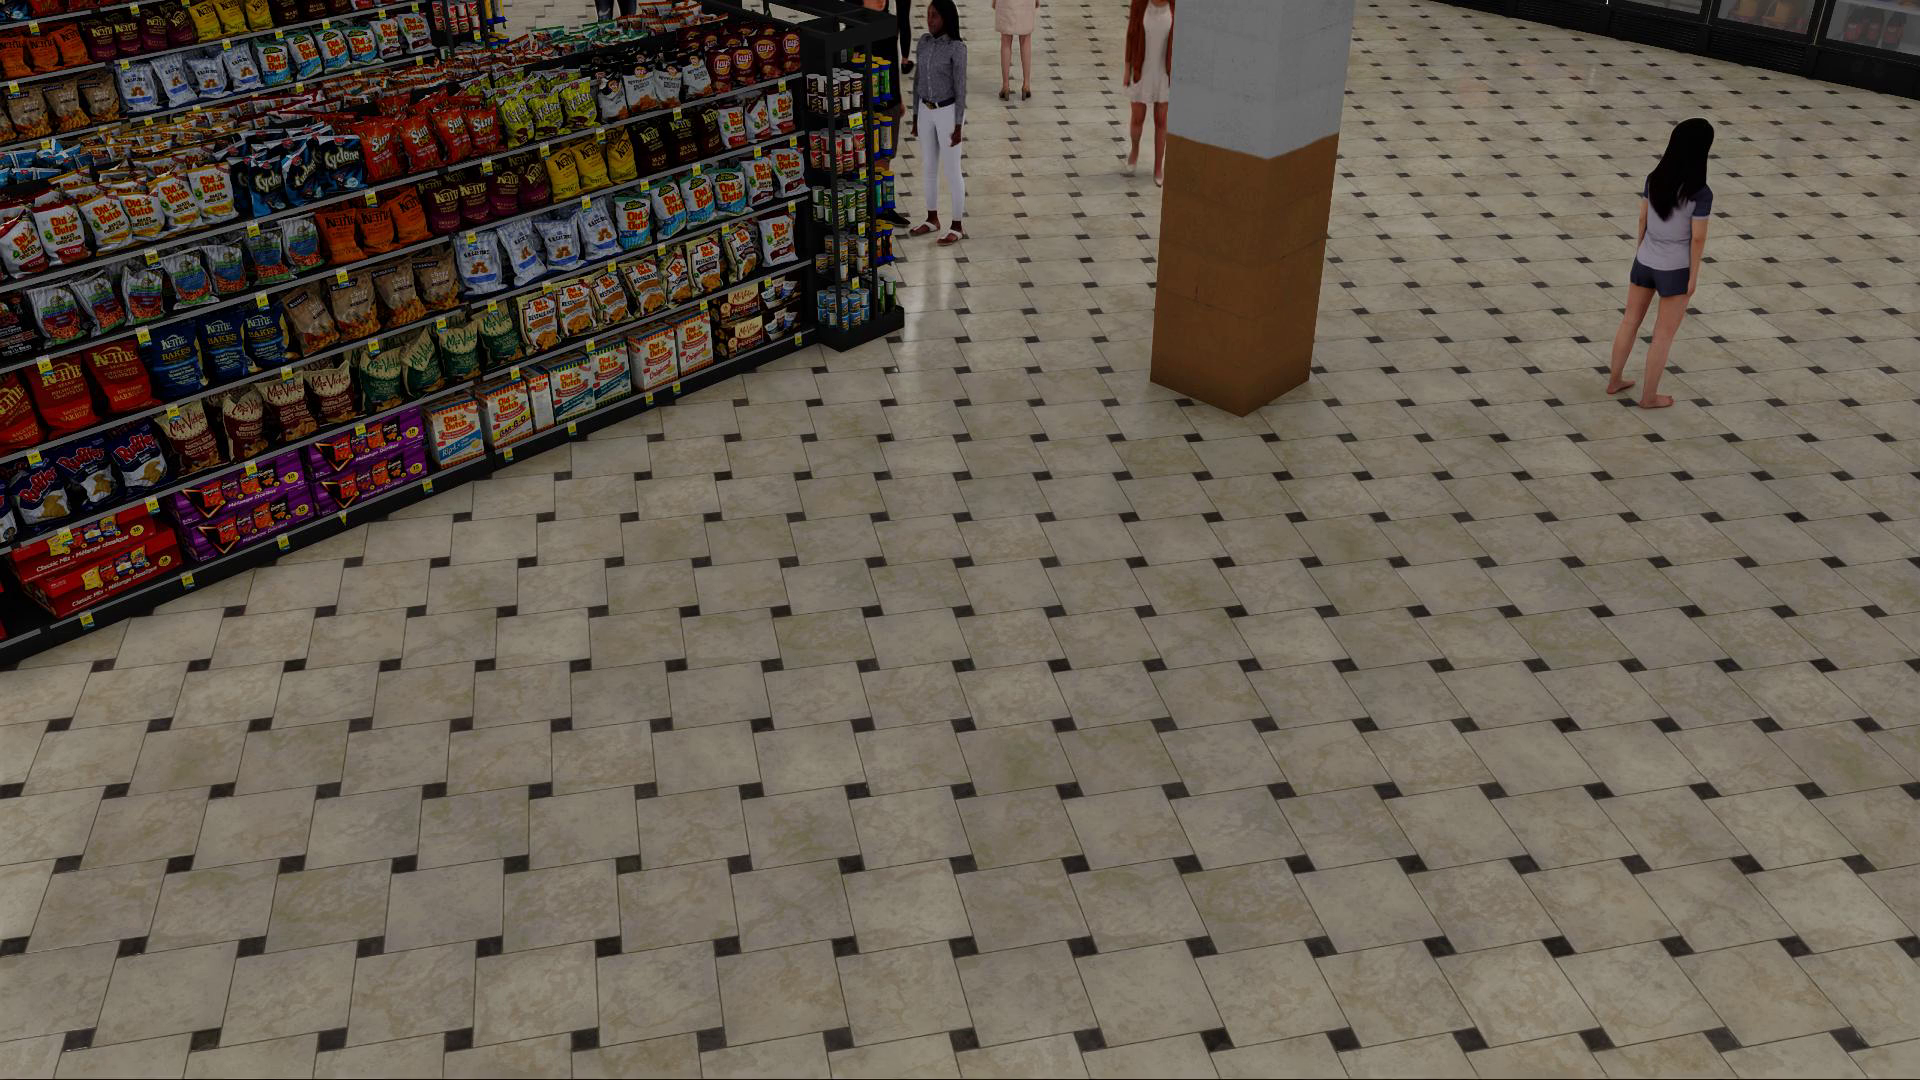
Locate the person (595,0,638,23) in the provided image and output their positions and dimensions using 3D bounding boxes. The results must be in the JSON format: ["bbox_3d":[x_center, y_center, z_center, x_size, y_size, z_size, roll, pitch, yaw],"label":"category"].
[{"bbox_3d":[-3.121,-5.066,14.961,0.647,1.903,0.831,-13,34,-20],"label":"person"}]

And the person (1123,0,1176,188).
[{"bbox_3d":[1.490,-3.648,12.859,0.883,1.716,0.954,1,32,2],"label":"person"}]

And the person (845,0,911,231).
[{"bbox_3d":[-0.607,-3.123,11.879,0.742,1.861,0.496,26,40,35],"label":"person"}]

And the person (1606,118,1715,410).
[{"bbox_3d":[4.045,-1.588,9.558,0.611,1.706,0.645,-17,36,-25],"label":"person"}]

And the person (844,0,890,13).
[{"bbox_3d":[-0.761,-3.995,13.459,0.835,1.671,0.690,14,34,21],"label":"person"}]

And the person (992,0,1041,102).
[{"bbox_3d":[0.495,-4.744,14.601,0.680,1.736,0.744,-1,32,-1],"label":"person"}]

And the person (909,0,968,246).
[{"bbox_3d":[-0.139,-2.962,11.748,0.609,1.724,0.524,25,39,34],"label":"person"}]
